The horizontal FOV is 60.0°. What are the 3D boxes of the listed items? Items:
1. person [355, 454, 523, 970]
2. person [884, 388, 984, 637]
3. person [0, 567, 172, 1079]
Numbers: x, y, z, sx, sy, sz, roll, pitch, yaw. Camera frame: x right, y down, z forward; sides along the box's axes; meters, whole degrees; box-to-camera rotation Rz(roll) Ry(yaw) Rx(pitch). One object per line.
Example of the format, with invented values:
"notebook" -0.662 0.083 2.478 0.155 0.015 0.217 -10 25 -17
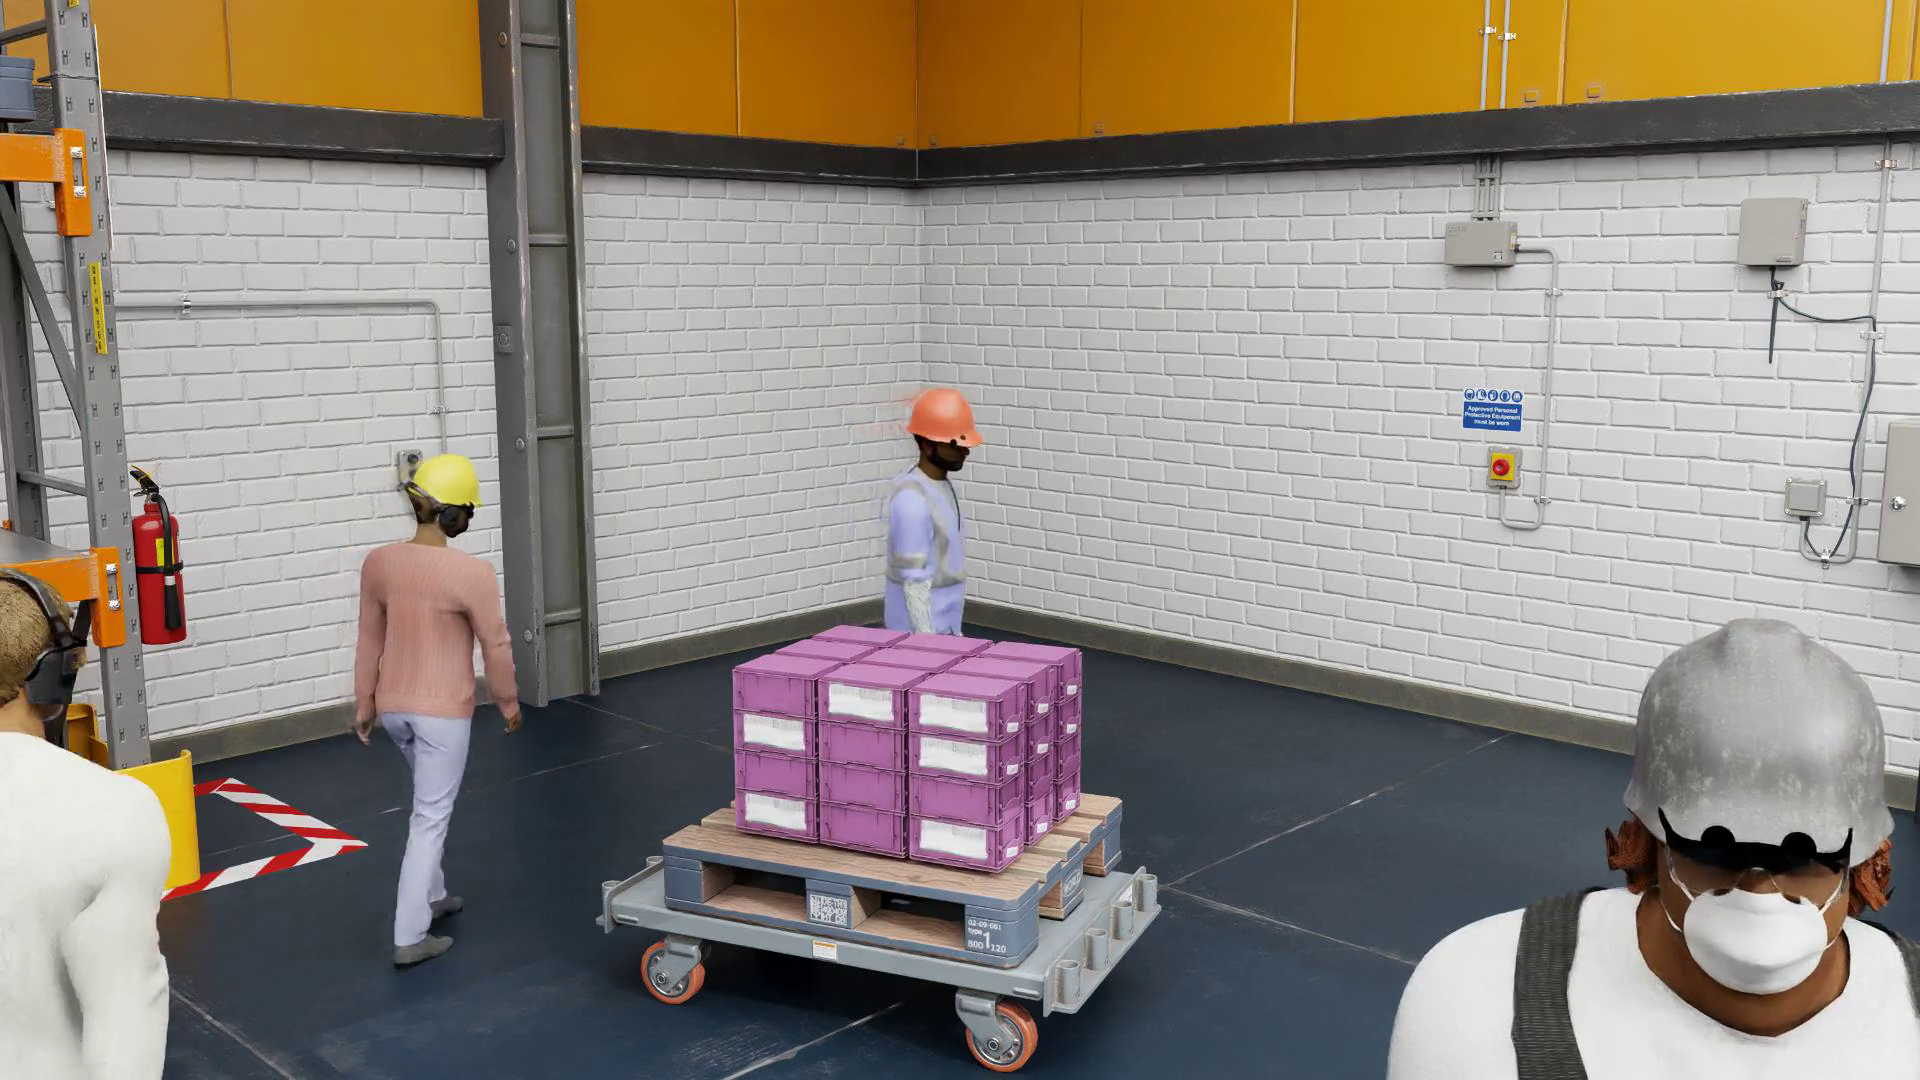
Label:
"person" -1.779 0.570 5.738 0.531 1.737 0.656 4 10 23
"person" -0.089 0.347 6.577 0.409 1.909 0.578 2 9 11
"person" -1.616 0.977 2.873 0.632 1.875 1.069 0 9 -1
